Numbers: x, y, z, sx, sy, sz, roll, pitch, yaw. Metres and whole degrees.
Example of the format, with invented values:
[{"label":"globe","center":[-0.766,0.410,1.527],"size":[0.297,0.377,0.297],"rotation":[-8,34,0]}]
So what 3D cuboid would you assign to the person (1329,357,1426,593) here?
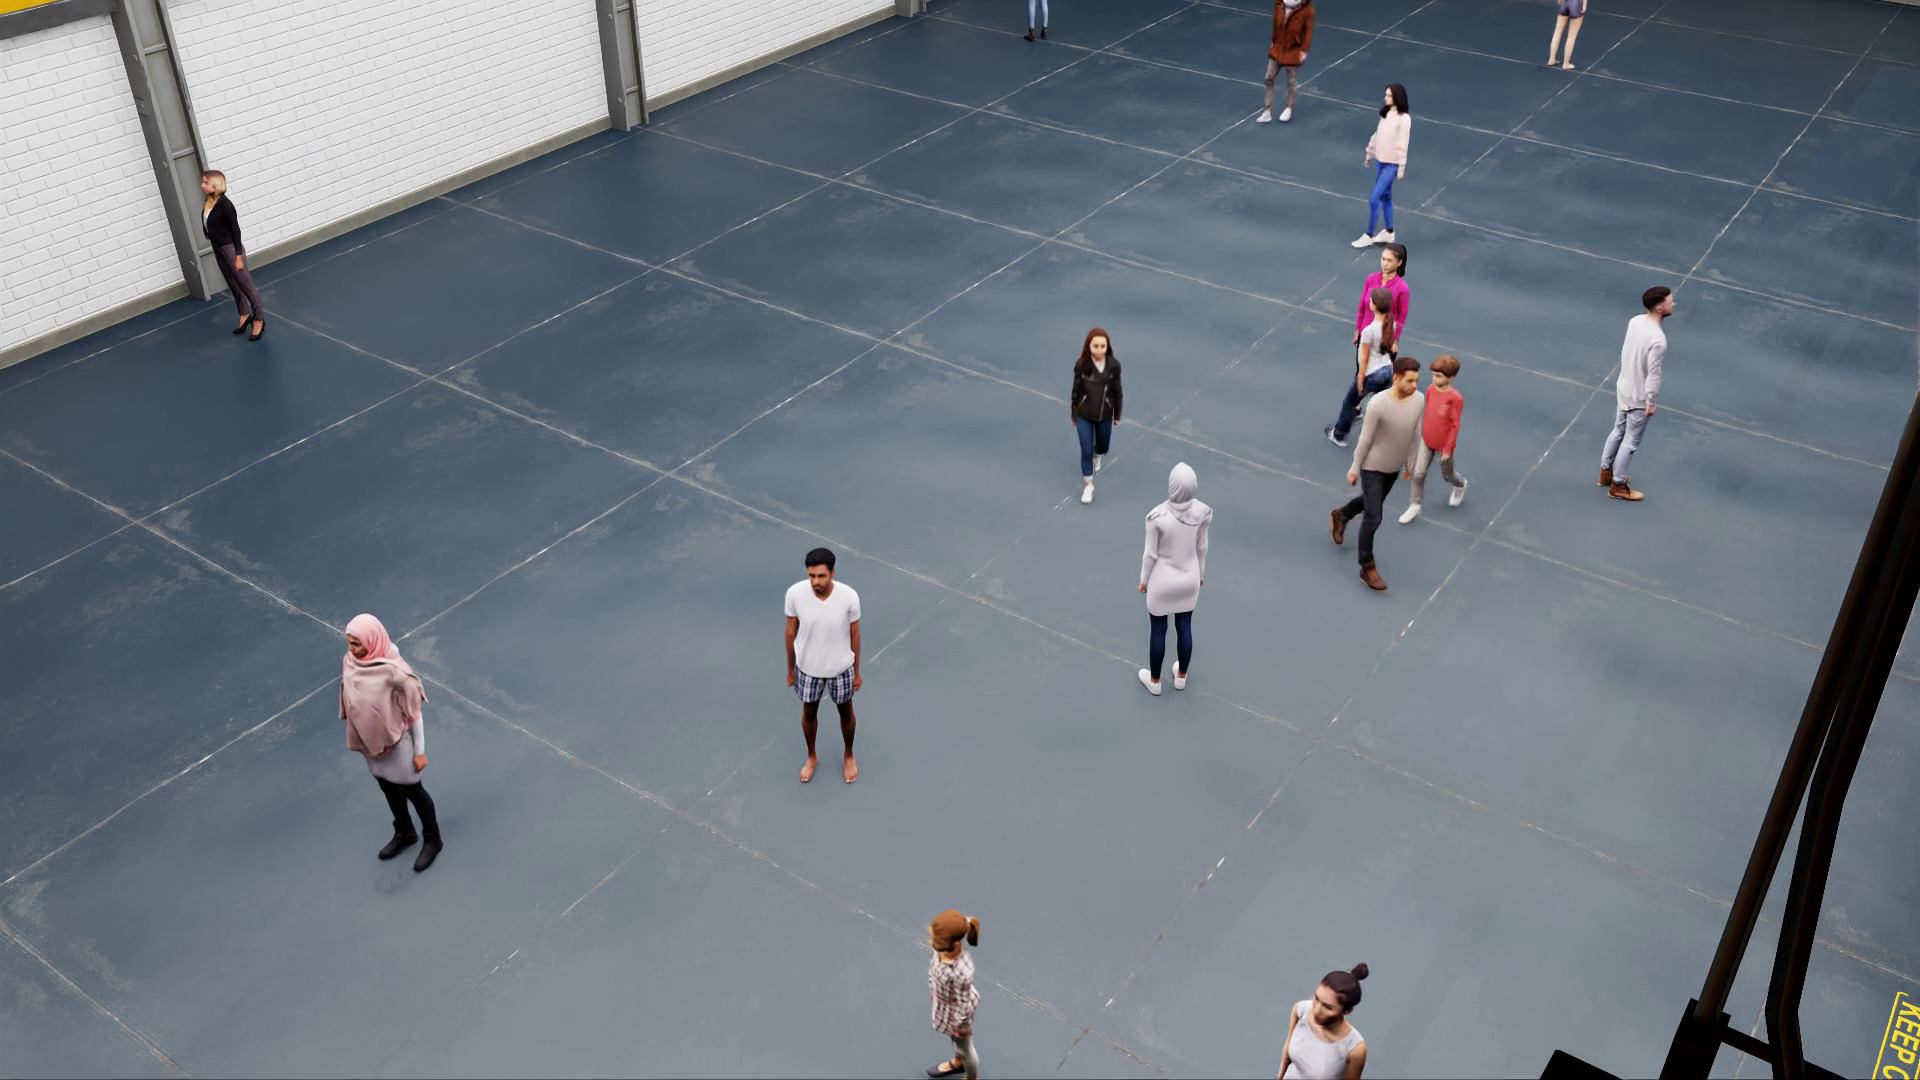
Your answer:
[{"label":"person","center":[3.101,-0.587,12.408],"size":[1.197,1.828,1.134],"rotation":[-11,35,-16]}]

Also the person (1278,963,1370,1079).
[{"label":"person","center":[1.678,2.604,7.809],"size":[0.616,1.604,0.611],"rotation":[-26,42,-34]}]

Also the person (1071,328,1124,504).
[{"label":"person","center":[1.085,-1.055,13.437],"size":[0.831,1.468,0.938],"rotation":[0,34,1]}]

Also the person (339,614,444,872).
[{"label":"person","center":[-3.343,1.184,9.766],"size":[0.679,1.803,0.647],"rotation":[14,36,20]}]

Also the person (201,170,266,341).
[{"label":"person","center":[-6.886,-2.702,15.731],"size":[0.598,1.672,0.528],"rotation":[24,40,31]}]

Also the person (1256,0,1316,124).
[{"label":"person","center":[4.133,-6.138,20.769],"size":[0.711,1.817,0.822],"rotation":[21,39,28]}]

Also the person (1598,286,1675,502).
[{"label":"person","center":[5.424,-1.191,13.305],"size":[0.825,1.841,0.745],"rotation":[-3,34,-5]}]

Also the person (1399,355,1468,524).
[{"label":"person","center":[3.828,-0.805,13.132],"size":[0.968,1.390,0.656],"rotation":[-26,42,-34]}]

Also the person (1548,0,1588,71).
[{"label":"person","center":[8.310,-7.254,22.599],"size":[0.619,1.650,0.654],"rotation":[-22,39,-29]}]

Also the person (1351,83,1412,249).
[{"label":"person","center":[4.595,-3.950,17.538],"size":[0.970,1.750,0.902],"rotation":[-9,35,-14]}]

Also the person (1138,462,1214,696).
[{"label":"person","center":[1.436,0.272,11.162],"size":[0.674,1.776,0.741],"rotation":[-7,34,-10]}]

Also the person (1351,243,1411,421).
[{"label":"person","center":[3.601,-1.751,14.276],"size":[0.575,1.699,0.567],"rotation":[23,40,30]}]

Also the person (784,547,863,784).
[{"label":"person","center":[-0.844,0.769,10.451],"size":[0.707,1.735,0.719],"rotation":[1,34,1]}]

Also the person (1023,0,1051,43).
[{"label":"person","center":[1.101,-7.986,23.638],"size":[0.633,1.718,0.729],"rotation":[-13,36,-18]}]

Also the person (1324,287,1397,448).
[{"label":"person","center":[3.498,-1.324,13.791],"size":[1.087,1.523,0.897],"rotation":[-18,38,-25]}]

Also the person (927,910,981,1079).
[{"label":"person","center":[-0.019,2.346,8.467],"size":[0.616,1.305,0.592],"rotation":[-13,36,-19]}]
